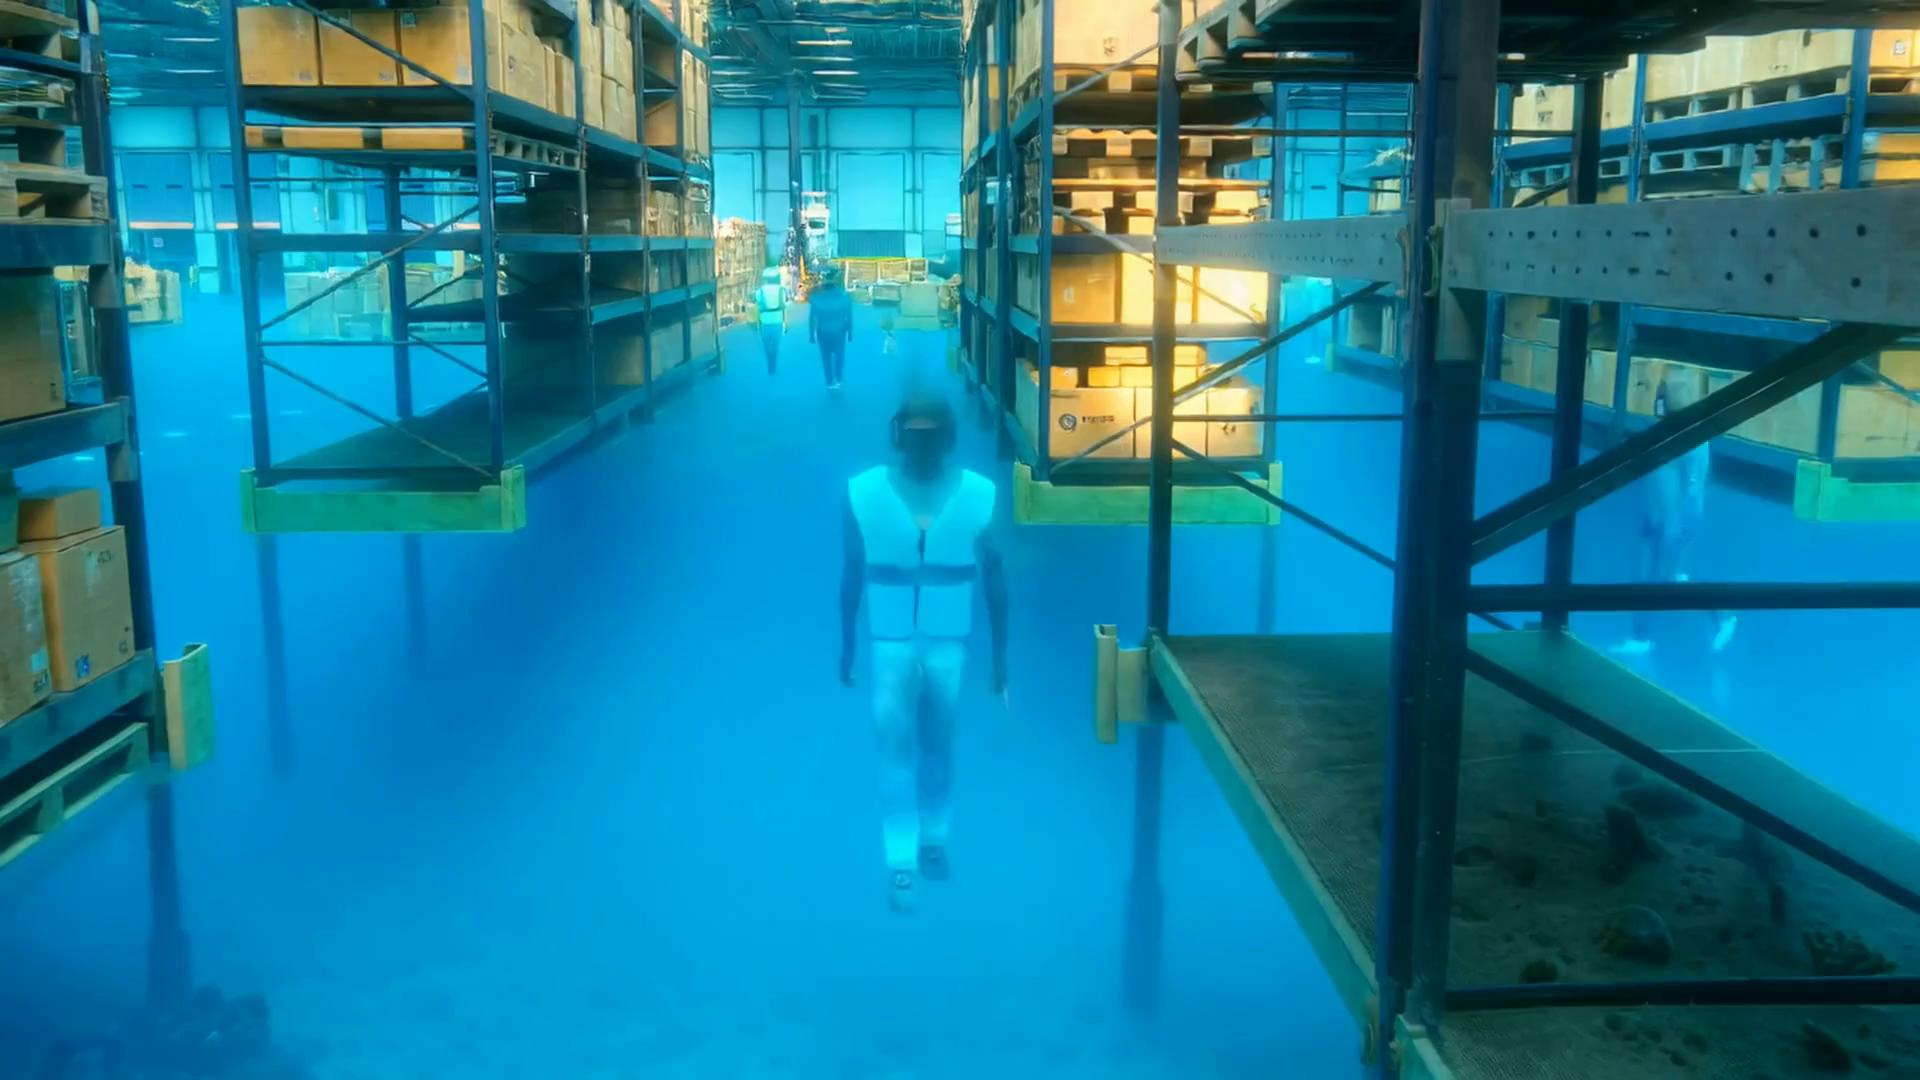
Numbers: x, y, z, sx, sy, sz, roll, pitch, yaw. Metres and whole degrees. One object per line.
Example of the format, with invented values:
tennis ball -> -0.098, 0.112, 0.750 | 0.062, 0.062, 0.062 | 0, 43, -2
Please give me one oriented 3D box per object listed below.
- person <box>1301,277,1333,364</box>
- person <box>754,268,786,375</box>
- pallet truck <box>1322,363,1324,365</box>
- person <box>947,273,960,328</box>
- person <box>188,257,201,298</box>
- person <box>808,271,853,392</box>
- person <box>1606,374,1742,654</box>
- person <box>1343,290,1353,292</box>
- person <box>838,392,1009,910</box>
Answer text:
person -> 6.816, -4.319, 31.896 | 0.449, 1.905, 0.660 | -7, 12, -35
person -> -3.360, -3.871, 29.455 | 0.559, 1.895, 0.976 | -2, 10, -13
pallet truck -> 7.712, -4.157, 30.737 | 1.885, 1.965, 0.823 | 3, 11, 16
person -> -0.101, -4.686, 34.527 | 0.318, 1.697, 0.535 | -1, 10, -3
person -> -32.134, -11.013, 69.783 | 0.532, 1.692, 0.320 | 1, 10, 4
person -> -2.032, -3.232, 25.908 | 0.680, 1.873, 0.862 | 1, 10, 3
person -> 4.076, -0.132, 9.398 | 0.673, 1.614, 0.503 | -1, 10, -8
person -> 8.771, -5.223, 36.910 | 0.589, 1.915, 0.398 | 7, 12, 34
person -> -0.124, 0.389, 5.911 | 0.603, 1.815, 0.790 | -1, 10, -7
